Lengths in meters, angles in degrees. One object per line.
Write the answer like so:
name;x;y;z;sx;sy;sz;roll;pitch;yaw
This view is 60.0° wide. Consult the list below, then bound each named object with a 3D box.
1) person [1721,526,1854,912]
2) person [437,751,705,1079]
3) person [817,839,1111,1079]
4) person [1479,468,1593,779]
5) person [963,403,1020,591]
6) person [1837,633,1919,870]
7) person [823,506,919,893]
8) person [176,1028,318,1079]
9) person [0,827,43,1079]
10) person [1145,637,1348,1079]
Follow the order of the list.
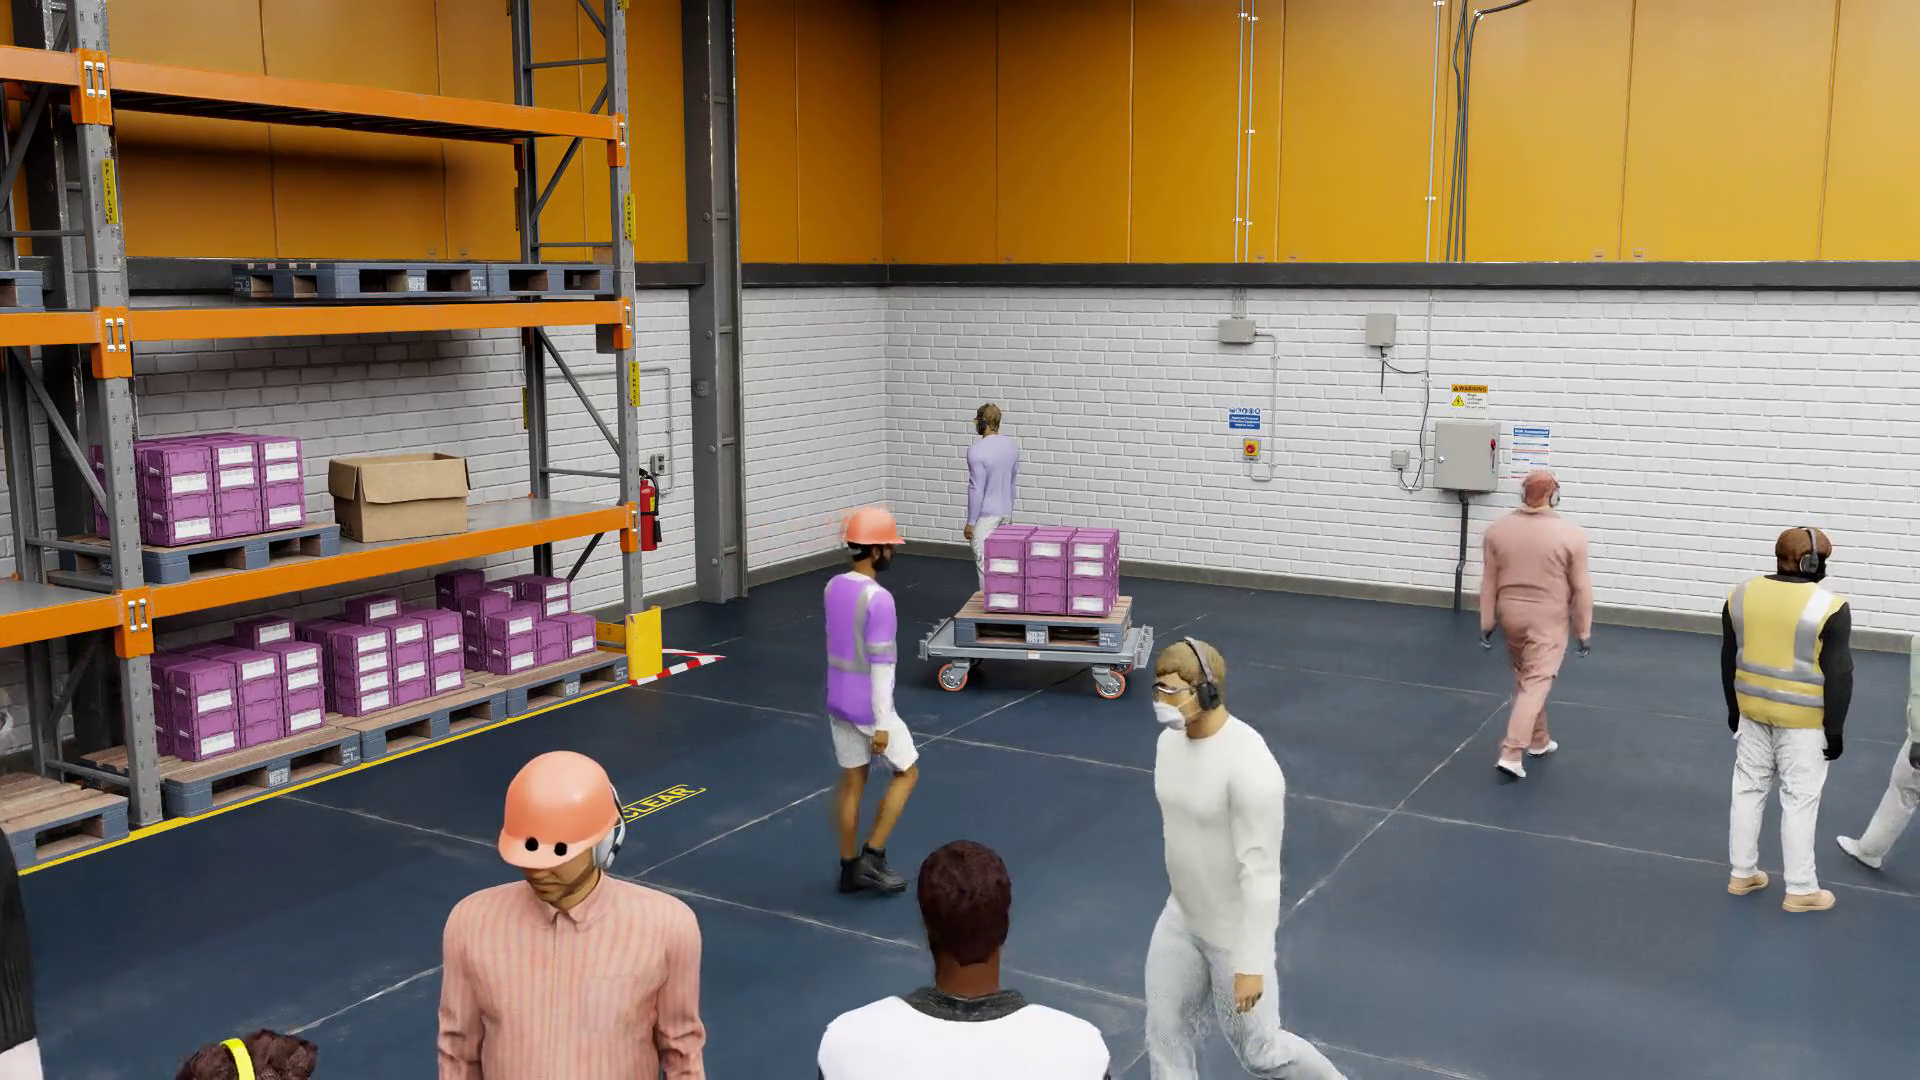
person;3.961;0.846;7.978;0.430;1.838;0.624;-5;11;-31
person;-0.888;1.438;3.813;0.608;1.986;0.391;-1;9;-4
person;-0.006;1.556;3.368;0.624;1.891;0.460;0;9;-1
person;3.494;0.493;10.114;0.980;1.863;0.651;-9;13;-44
person;0.253;-0.197;14.169;0.363;1.939;0.636;7;11;36
person;4.785;0.941;8.134;0.542;1.583;0.877;-3;10;-18
person;-0.435;0.789;8.091;0.426;1.922;0.542;-7;11;-37
person;-1.154;1.689;2.781;0.989;1.811;0.499;-7;11;-37
person;-2.763;1.349;4.517;0.641;1.939;1.017;8;12;39
person;0.927;1.235;5.371;0.916;1.902;0.678;-4;10;-24
